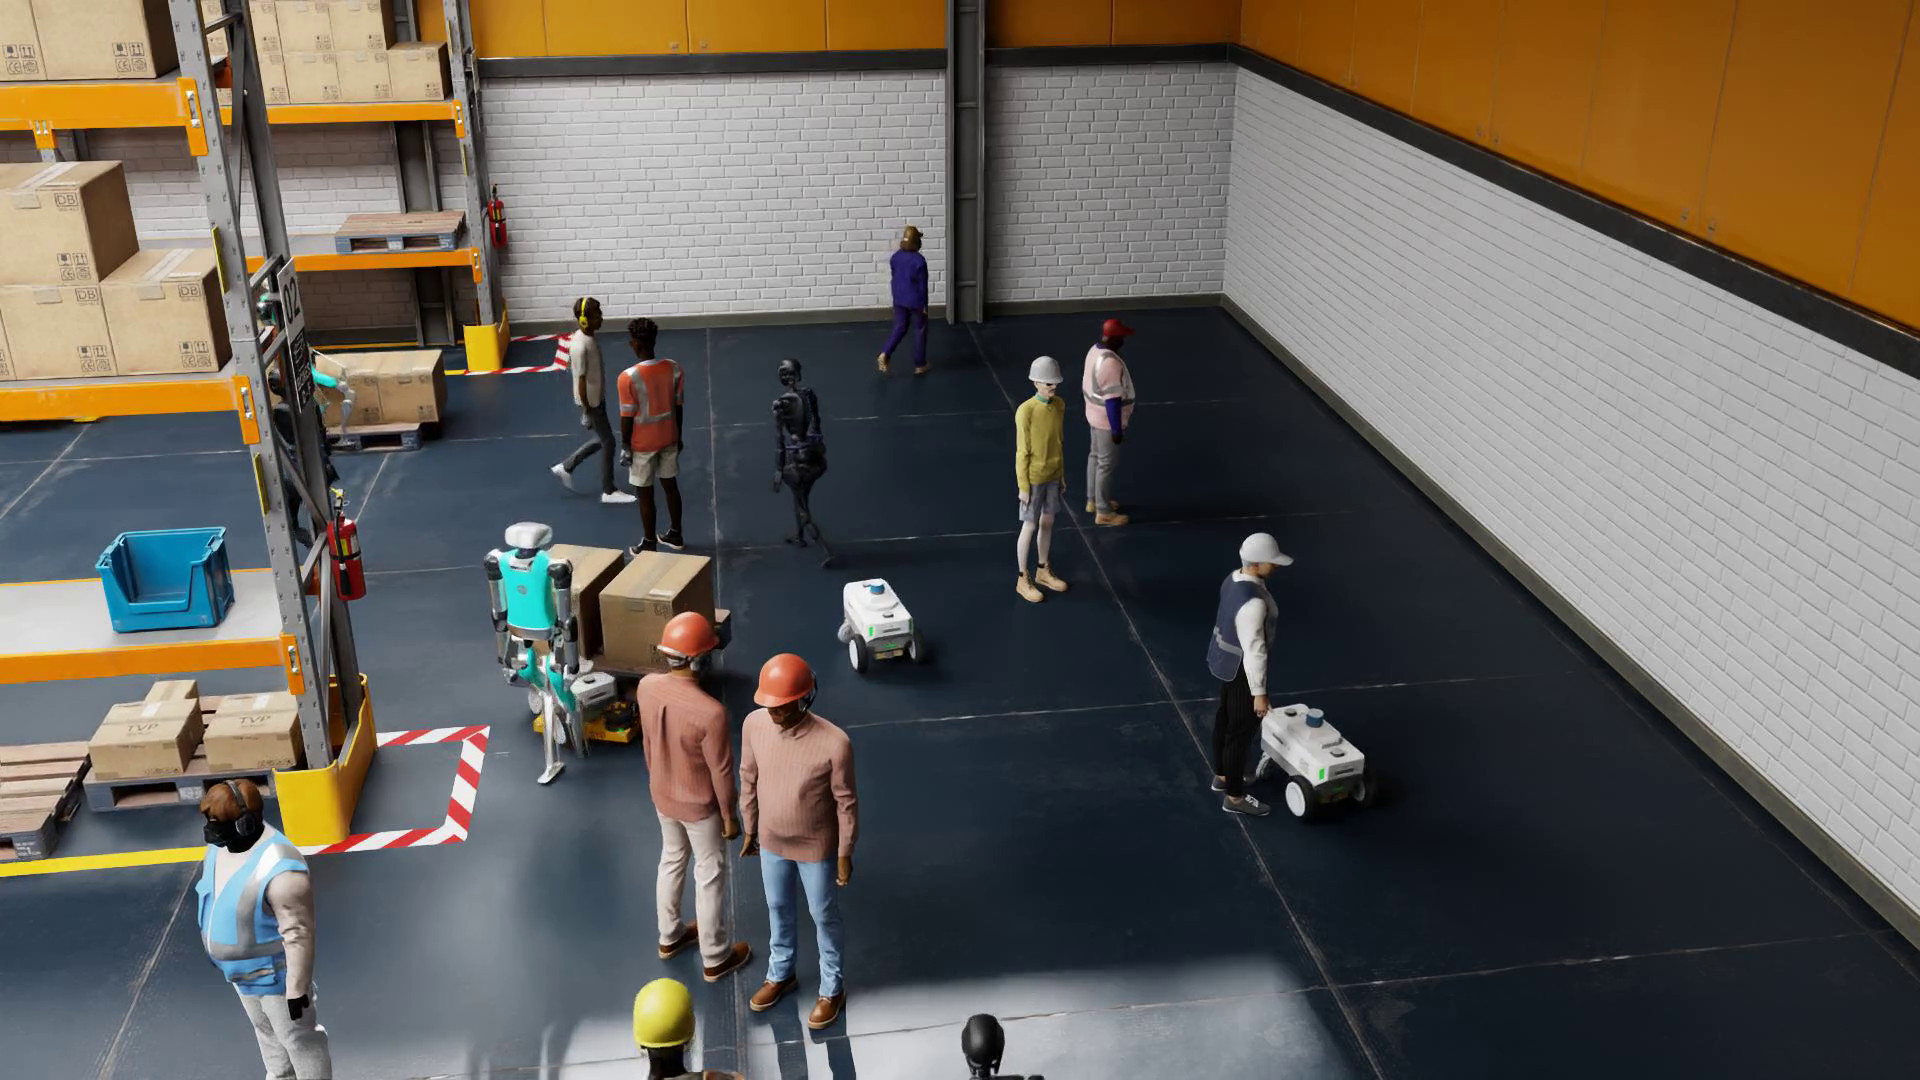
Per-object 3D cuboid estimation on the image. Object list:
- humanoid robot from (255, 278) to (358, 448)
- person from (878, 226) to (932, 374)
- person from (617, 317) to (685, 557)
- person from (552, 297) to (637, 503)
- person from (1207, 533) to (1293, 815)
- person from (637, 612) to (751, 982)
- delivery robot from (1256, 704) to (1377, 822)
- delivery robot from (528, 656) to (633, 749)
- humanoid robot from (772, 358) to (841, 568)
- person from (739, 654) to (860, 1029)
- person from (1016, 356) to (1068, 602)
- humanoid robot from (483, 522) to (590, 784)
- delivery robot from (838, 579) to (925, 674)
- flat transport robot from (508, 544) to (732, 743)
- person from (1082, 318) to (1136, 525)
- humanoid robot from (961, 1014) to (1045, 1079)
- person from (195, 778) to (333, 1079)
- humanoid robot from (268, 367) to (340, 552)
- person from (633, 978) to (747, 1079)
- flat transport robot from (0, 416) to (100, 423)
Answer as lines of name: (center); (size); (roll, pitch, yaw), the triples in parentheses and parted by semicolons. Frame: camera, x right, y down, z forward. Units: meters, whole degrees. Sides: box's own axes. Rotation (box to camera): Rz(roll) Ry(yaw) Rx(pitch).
humanoid robot: (-5.919, -1.562, 15.158); (1.046, 1.743, 0.551); (4, 24, 9)
person: (-0.558, -2.477, 17.380); (0.460, 1.603, 0.641); (16, 28, 32)
person: (-2.427, -0.796, 13.117); (0.367, 1.959, 0.601); (19, 30, 37)
person: (-3.156, -1.178, 14.125); (0.616, 1.839, 0.521); (-3, 24, -6)
person: (1.681, 0.773, 9.787); (0.447, 1.753, 0.757); (-2, 24, -4)
person: (-1.330, 1.277, 8.361); (0.610, 1.984, 0.408); (18, 29, 35)
delivery robot: (2.140, 1.328, 10.040); (0.499, 0.614, 0.786); (-9, 25, -19)
delivery robot: (-2.520, 0.970, 10.830); (0.499, 0.594, 0.778); (-19, 30, -37)
humanoid robot: (-1.204, -0.614, 13.124); (0.710, 1.650, 0.612); (14, 27, 29)
person: (-0.786, 1.436, 7.982); (0.624, 1.992, 0.385); (11, 26, 23)
person: (0.601, -0.473, 12.461); (0.485, 1.890, 0.379); (-21, 31, -39)
humanoid robot: (-2.460, 0.695, 10.124); (0.541, 1.896, 0.756); (5, 24, 11)
delivery robot: (-0.576, 0.575, 11.726); (0.511, 0.591, 0.763); (-8, 25, -17)
flat transport robot: (-2.278, 0.921, 11.298); (0.659, 0.231, 1.431); (5, 24, 12)
person: (1.240, -0.996, 13.818); (0.420, 1.751, 0.622); (-4, 24, -10)
humanoid robot: (0.115, 2.430, 6.120); (0.615, 1.633, 0.632); (-5, 24, -12)
person: (-3.025, 1.848, 7.231); (0.620, 1.844, 0.429); (18, 29, 35)
humanoid robot: (-5.064, -0.539, 12.873); (0.419, 1.634, 0.591); (15, 28, 30)
person: (-1.050, 2.358, 6.025); (0.590, 1.883, 0.956); (-8, 25, -19)
flat transport robot: (-9.195, -1.328, 16.422); (1.431, 0.231, 0.659); (-3, 24, -8)
